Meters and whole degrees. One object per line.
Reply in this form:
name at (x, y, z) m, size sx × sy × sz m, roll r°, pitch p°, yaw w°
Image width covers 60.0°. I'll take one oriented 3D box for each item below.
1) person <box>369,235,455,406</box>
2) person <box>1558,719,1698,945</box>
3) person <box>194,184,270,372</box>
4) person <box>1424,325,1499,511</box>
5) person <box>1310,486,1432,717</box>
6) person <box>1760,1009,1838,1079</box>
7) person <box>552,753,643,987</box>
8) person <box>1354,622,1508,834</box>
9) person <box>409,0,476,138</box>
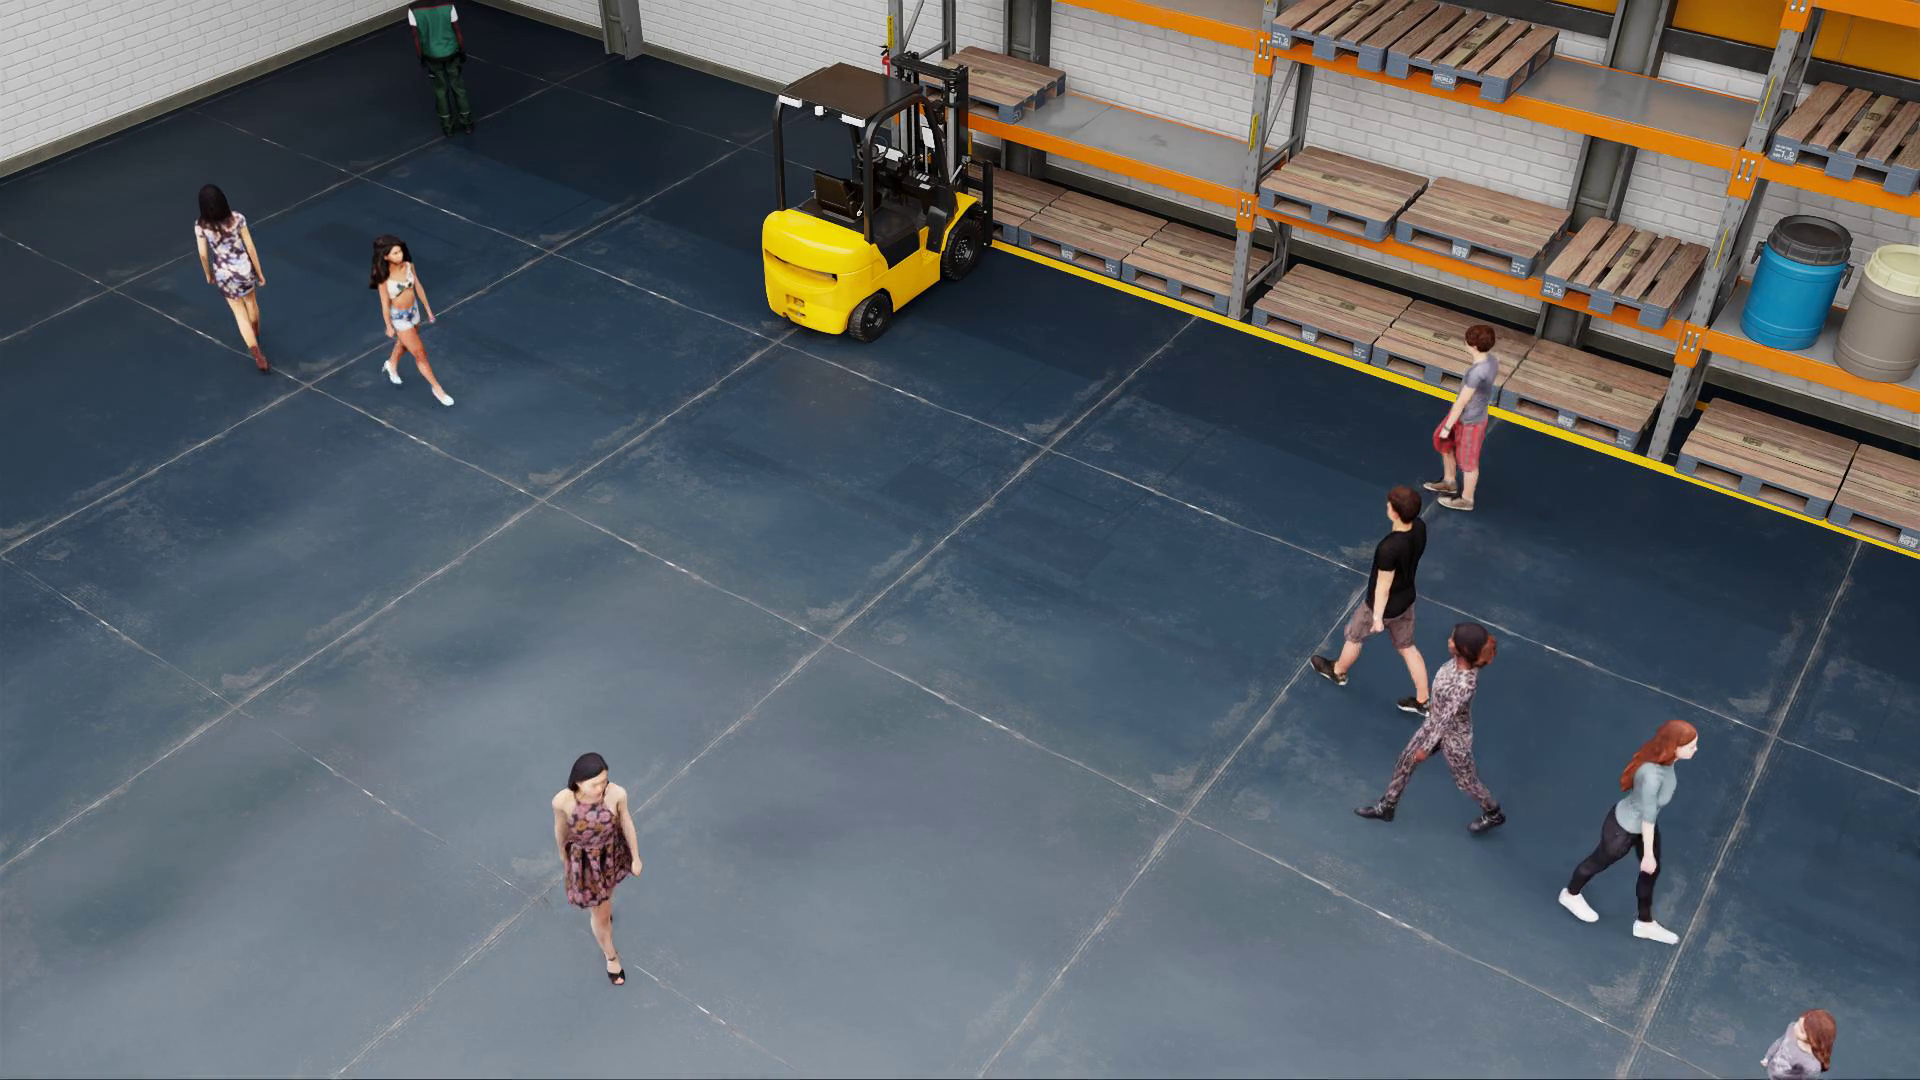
person at (-4.854, -1.918, 14.393) m, size 1.064 × 1.588 × 0.665 m, roll 18°, pitch 42°, yaw 21°
person at (3.872, 1.665, 9.807) m, size 0.947 × 1.712 × 0.647 m, roll 28°, pitch 47°, yaw 31°
person at (-6.438, -2.295, 14.789) m, size 0.961 × 1.683 × 1.203 m, roll -18°, pitch 42°, yaw -21°
person at (4.103, -0.919, 13.109) m, size 0.733 × 1.630 × 0.675 m, roll 14°, pitch 41°, yaw 17°
person at (2.989, 0.449, 11.237) m, size 0.859 × 1.828 × 1.273 m, roll -30°, pitch 48°, yaw -32°
person at (4.441, 2.856, 8.820) m, size 0.856 × 1.083 × 0.709 m, roll 4°, pitch 39°, yaw 5°
person at (-2.125, 1.795, 9.636) m, size 0.858 × 1.723 × 0.978 m, roll -10°, pitch 40°, yaw -12°
person at (3.146, 1.247, 10.368) m, size 1.247 × 1.666 × 0.976 m, roll 3°, pitch 39°, yaw 4°
person at (-5.789, -5.418, 18.576) m, size 0.778 × 1.838 × 0.808 m, roll -11°, pitch 40°, yaw -13°
